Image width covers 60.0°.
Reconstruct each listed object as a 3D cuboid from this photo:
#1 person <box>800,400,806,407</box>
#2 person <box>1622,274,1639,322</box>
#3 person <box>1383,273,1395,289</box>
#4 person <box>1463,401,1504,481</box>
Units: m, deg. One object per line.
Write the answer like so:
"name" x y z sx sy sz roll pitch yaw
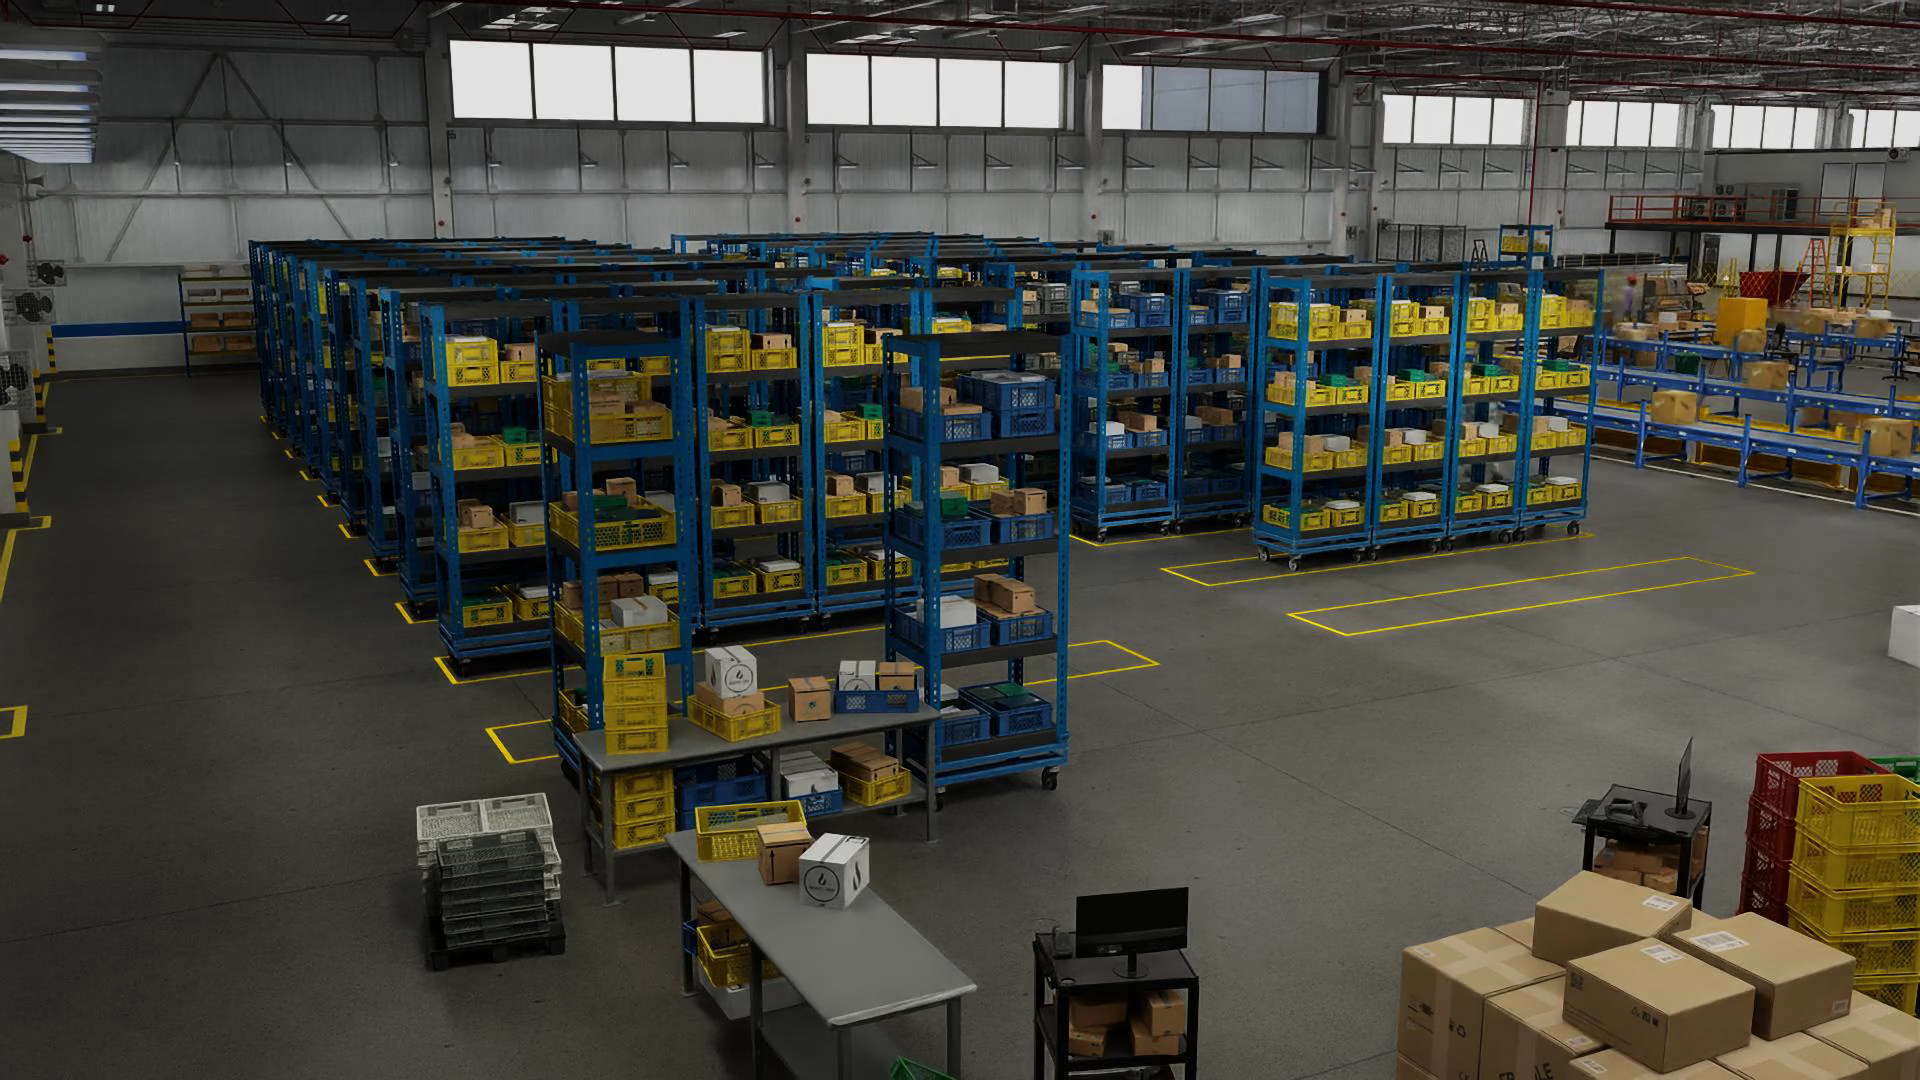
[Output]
"person" -2.227 -1.623 25.671 0.608 1.780 0.946 -7 14 -30
"person" 20.337 -7.100 50.749 0.690 2.017 0.618 1 12 3
"person" 13.685 -7.656 53.615 0.407 1.908 0.641 -9 15 -35
"person" 8.380 -1.878 26.619 0.651 1.888 1.014 -2 12 -10
